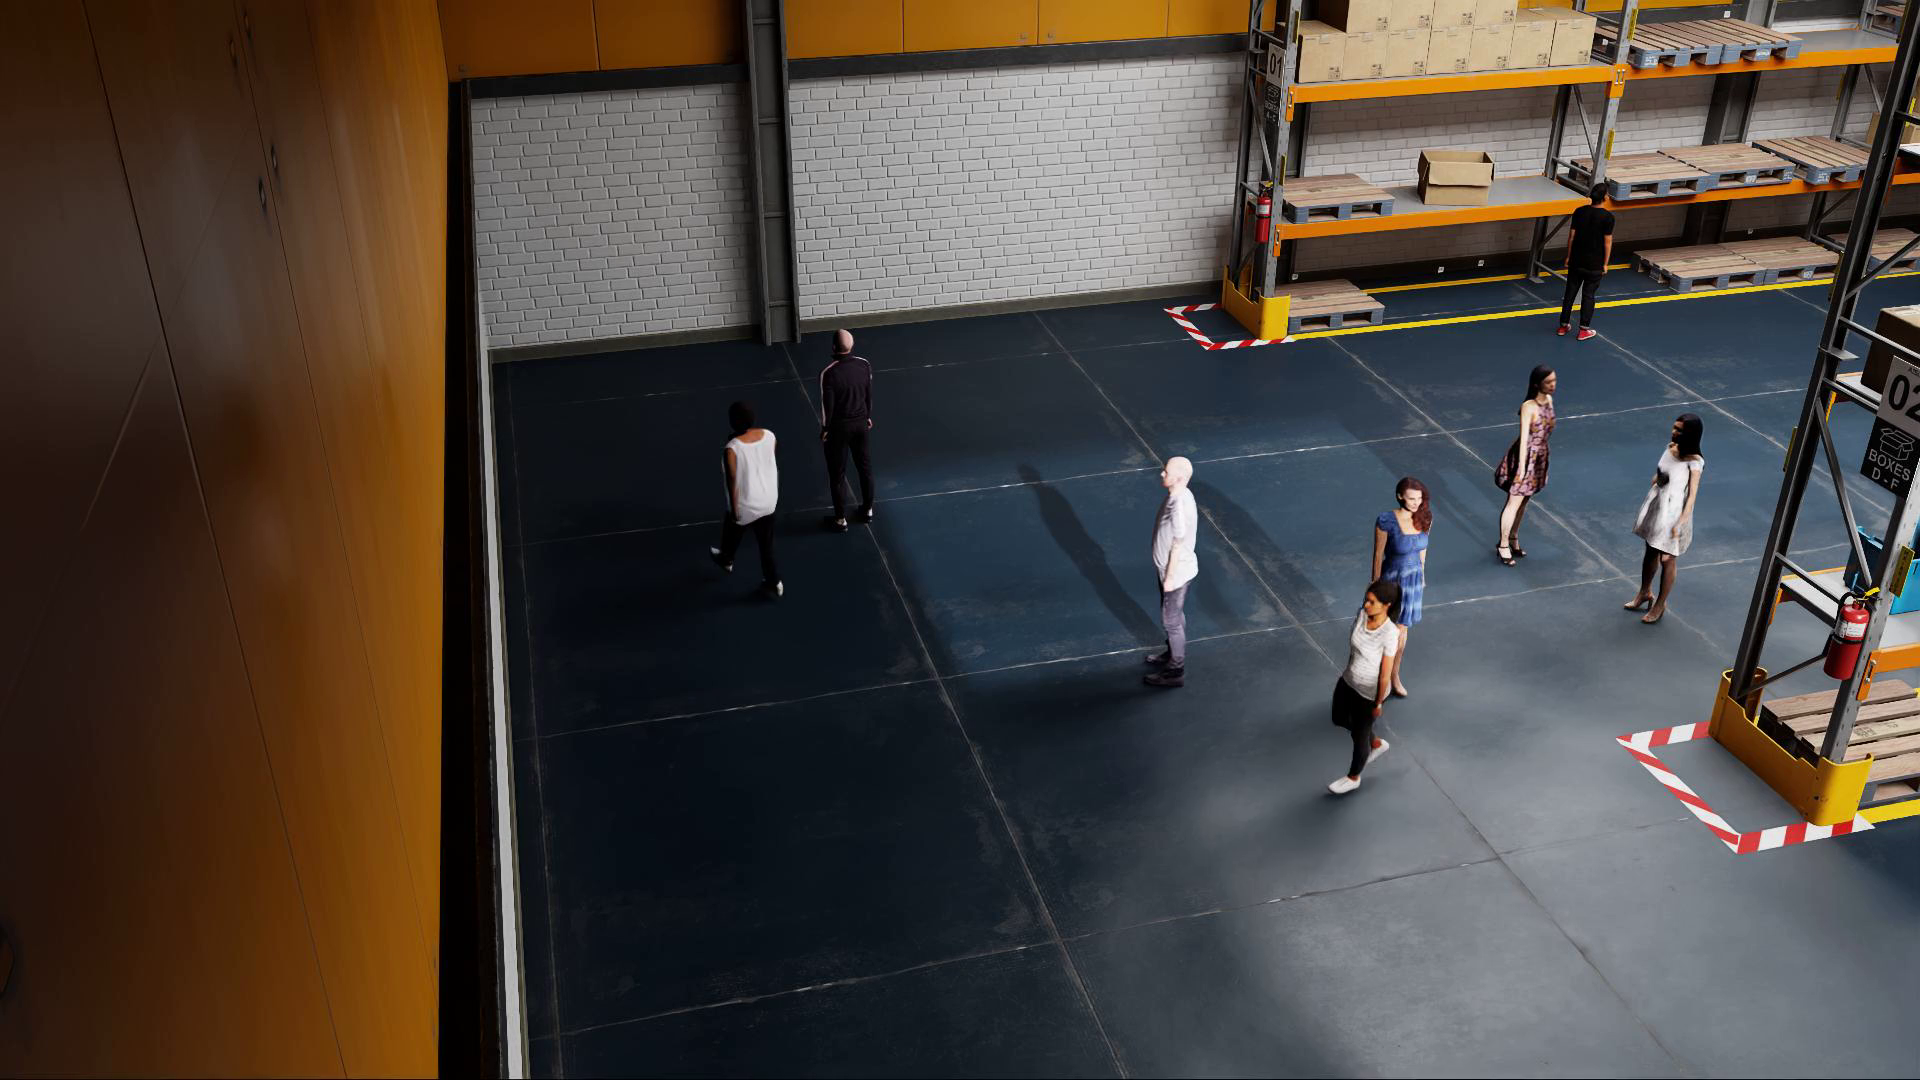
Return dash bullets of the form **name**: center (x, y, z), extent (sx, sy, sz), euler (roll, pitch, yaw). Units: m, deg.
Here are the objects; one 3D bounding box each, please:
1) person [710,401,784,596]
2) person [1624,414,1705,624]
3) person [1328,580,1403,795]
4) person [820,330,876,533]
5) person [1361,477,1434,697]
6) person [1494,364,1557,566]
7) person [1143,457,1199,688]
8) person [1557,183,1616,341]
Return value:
- **person**: center (-1.665, -0.308, 13.457), extent (1.121, 1.648, 1.015), euler (-22, 35, -34)
- **person**: center (5.564, -0.178, 13.088), extent (0.608, 1.774, 0.630), euler (-7, 29, -13)
- **person**: center (2.777, 0.964, 11.140), extent (0.759, 1.633, 0.620), euler (-10, 30, -18)
- **person**: center (-0.975, -0.960, 14.454), extent (0.647, 1.837, 0.803), euler (-19, 34, -31)
- **person**: center (3.167, 0.365, 12.059), extent (0.552, 1.806, 0.758), euler (-12, 31, -21)
- **person**: center (4.754, -0.634, 13.924), extent (0.855, 1.774, 0.774), euler (25, 37, 38)
- **person**: center (1.596, 0.223, 12.293), extent (0.697, 1.830, 0.722), euler (2, 29, 4)
- **person**: center (6.959, -3.102, 18.466), extent (0.724, 1.758, 0.744), euler (23, 36, 35)
